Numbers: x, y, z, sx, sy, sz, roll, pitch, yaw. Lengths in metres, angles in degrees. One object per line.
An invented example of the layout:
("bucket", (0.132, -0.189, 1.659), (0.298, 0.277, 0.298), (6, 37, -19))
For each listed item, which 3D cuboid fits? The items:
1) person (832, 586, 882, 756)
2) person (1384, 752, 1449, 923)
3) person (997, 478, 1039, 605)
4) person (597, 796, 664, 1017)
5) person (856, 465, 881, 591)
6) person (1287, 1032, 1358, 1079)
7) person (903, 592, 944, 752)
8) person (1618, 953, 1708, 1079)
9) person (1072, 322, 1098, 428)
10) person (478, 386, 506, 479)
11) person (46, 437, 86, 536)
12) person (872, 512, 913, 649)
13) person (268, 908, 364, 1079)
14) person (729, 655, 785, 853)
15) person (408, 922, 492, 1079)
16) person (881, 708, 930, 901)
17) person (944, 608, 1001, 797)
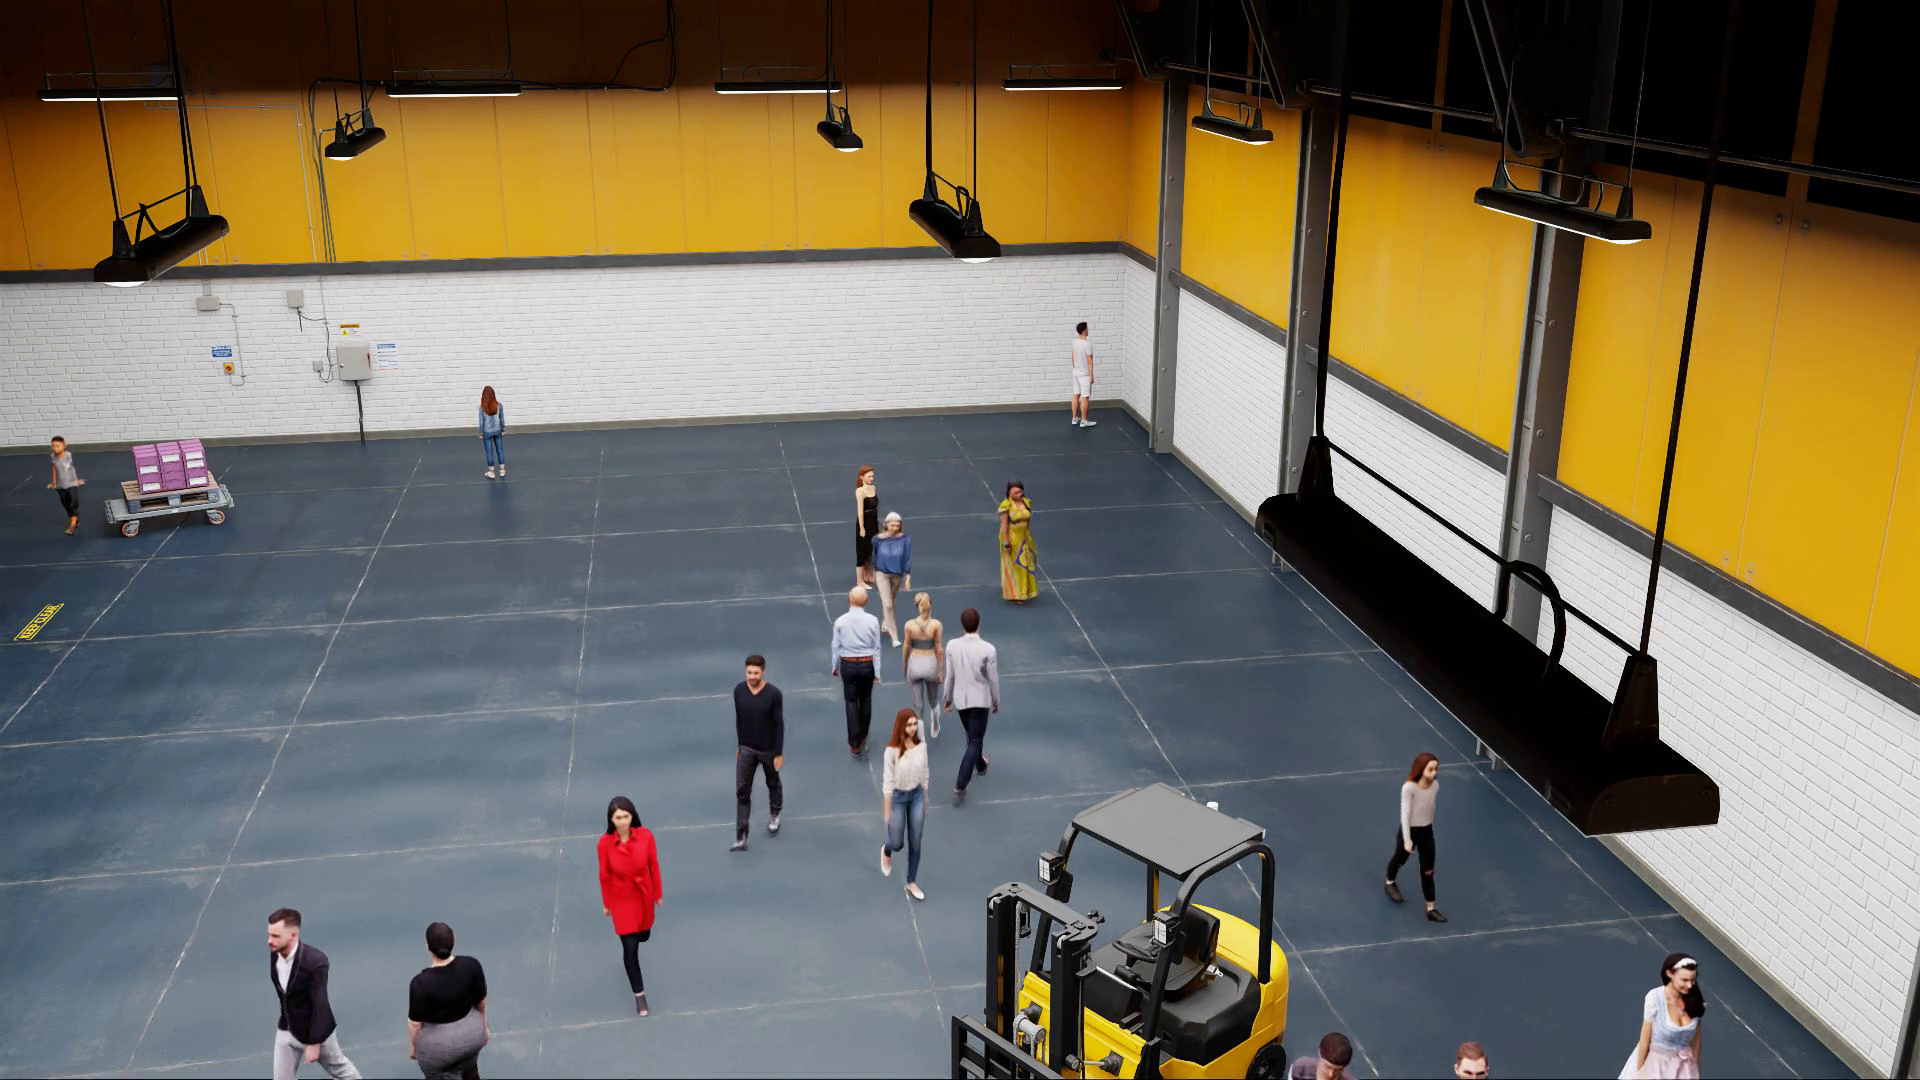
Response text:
("person", (-1.027, 1.356, 16.781), (0.697, 1.766, 0.909), (-2, 19, -6))
("person", (3.786, 2.455, 14.024), (0.647, 1.443, 1.012), (-6, 20, -19))
("person", (0.641, -0.007, 21.023), (1.096, 1.643, 1.176), (-17, 25, -41))
("person", (-2.526, 2.738, 12.748), (0.762, 1.722, 1.064), (-7, 20, -21))
("person", (-1.218, -0.185, 21.579), (0.736, 1.626, 0.660), (9, 21, 24))
("person", (2.154, 3.637, 9.936), (1.068, 1.812, 1.122), (15, 24, 38))
("person", (-0.375, 1.385, 16.834), (0.615, 1.678, 0.929), (-1, 19, -4))
("person", (4.467, 3.416, 10.592), (0.720, 1.813, 0.748), (-1, 19, -3))
("person", (2.156, -2.942, 29.403), (0.823, 1.856, 0.674), (-12, 22, -33))
("person", (-7.422, -1.723, 26.378), (0.636, 1.476, 0.621), (-12, 22, -31))
("person", (-12.825, -0.854, 23.885), (0.629, 1.421, 0.986), (-4, 19, -12))
("person", (-0.862, 0.434, 19.739), (0.644, 1.625, 1.175), (-3, 19, -8))
("person", (-4.275, 3.251, 11.119), (1.142, 1.789, 1.296), (10, 21, 26))
("person", (-1.796, 1.875, 15.159), (0.899, 1.819, 1.256), (3, 19, 9))
("person", (-3.284, 3.348, 10.904), (0.838, 1.743, 0.791), (16, 25, 40))
("person", (-0.507, 2.228, 14.274), (0.722, 1.715, 0.891), (-9, 21, -25))
("person", (0.089, 1.607, 15.989), (1.111, 1.797, 1.296), (8, 20, 23))
